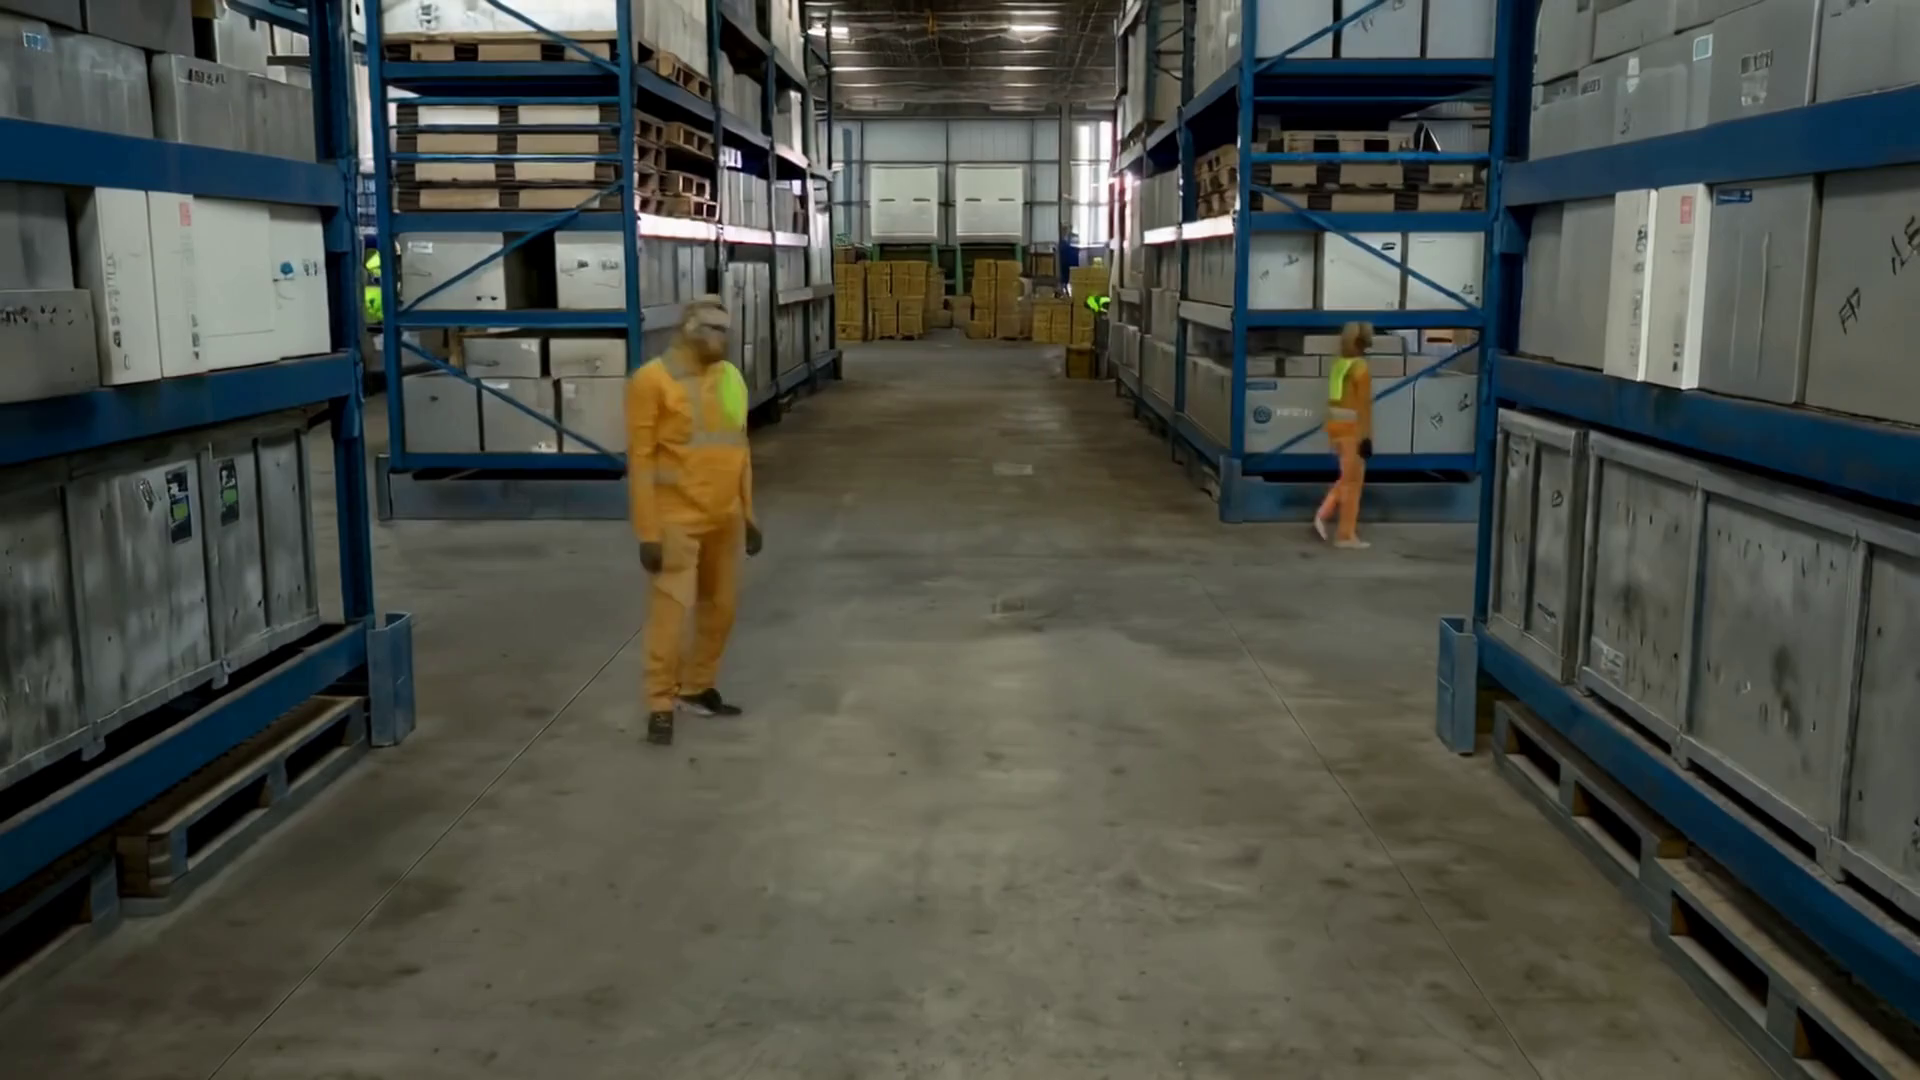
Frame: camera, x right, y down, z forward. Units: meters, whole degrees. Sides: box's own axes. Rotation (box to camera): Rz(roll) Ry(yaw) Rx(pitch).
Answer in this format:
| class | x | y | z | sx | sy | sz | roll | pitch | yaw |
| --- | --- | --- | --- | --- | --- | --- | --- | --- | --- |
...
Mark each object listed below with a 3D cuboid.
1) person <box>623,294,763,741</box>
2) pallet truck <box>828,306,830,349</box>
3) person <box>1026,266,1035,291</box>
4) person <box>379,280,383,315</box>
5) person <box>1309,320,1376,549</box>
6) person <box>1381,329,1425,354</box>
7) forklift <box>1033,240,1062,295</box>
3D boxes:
| class | x | y | z | sx | sy | sz | roll | pitch | yaw |
| --- | --- | --- | --- | --- | --- | --- | --- | --- | --- |
| person | -1.176 | -0.105 | 7.213 | 0.423 | 1.883 | 0.761 | 9 | 13 | 43 |
| pallet truck | -3.100 | -3.940 | 29.800 | 1.885 | 1.965 | 0.823 | 3 | 10 | 19 |
| person | 2.831 | -9.630 | 64.229 | 0.575 | 1.882 | 0.359 | 0 | 9 | -2 |
| person | -20.471 | -8.720 | 59.344 | 0.533 | 1.692 | 0.319 | 2 | 10 | 11 |
| person | 2.754 | -0.734 | 11.708 | 0.370 | 1.624 | 0.535 | -2 | 10 | -11 |
| person | 5.267 | -2.313 | 19.920 | 0.615 | 2.040 | 0.391 | -3 | 10 | -19 |
| forklift | 3.156 | -9.514 | 60.553 | 1.129 | 2.768 | 1.873 | 0 | 9 | 1 |
